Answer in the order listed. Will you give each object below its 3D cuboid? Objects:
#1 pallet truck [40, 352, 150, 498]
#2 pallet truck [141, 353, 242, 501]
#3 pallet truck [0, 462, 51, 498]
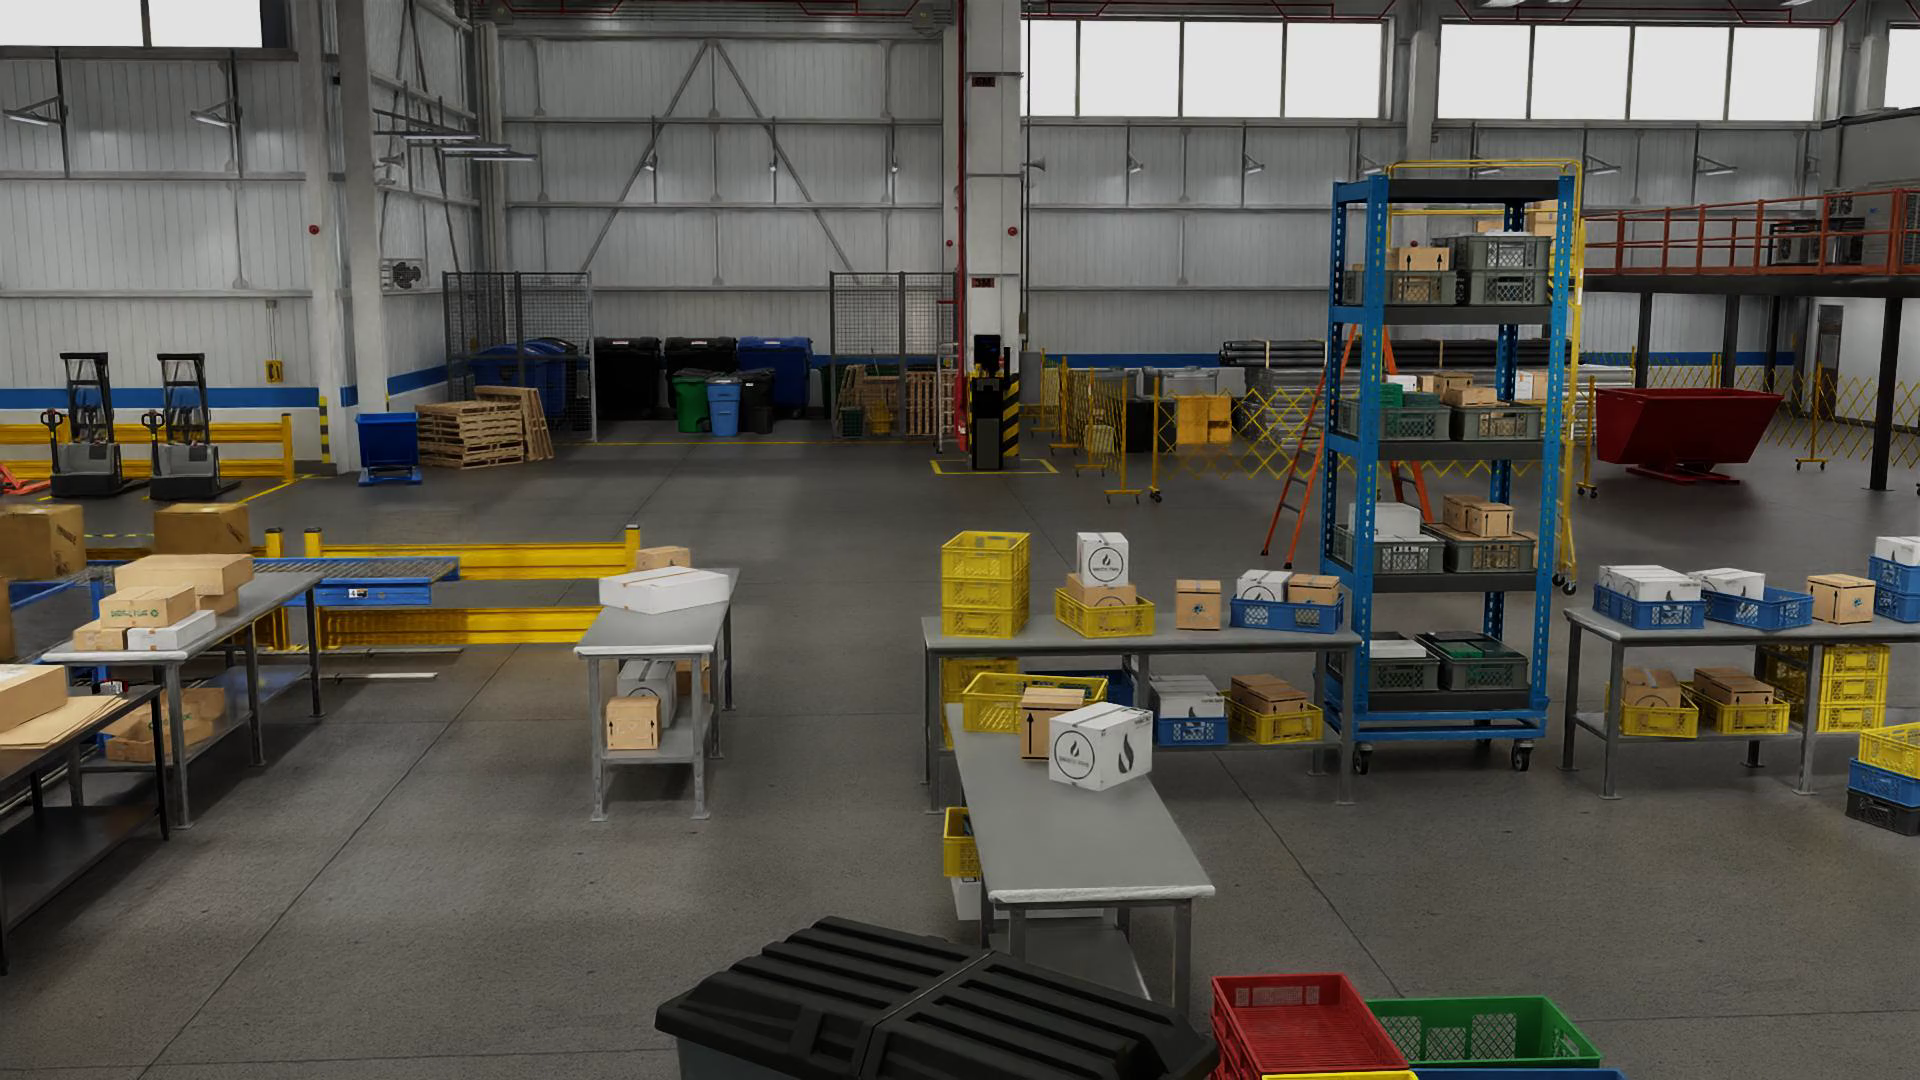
[{"bbox_3d":[-11.907,-1.642,23.165,0.823,1.965,1.885,0,9,0],"label":"pallet truck"},{"bbox_3d":[-10.520,-1.604,22.925,0.823,1.965,1.885,-1,9,-6],"label":"pallet truck"},{"bbox_3d":[-13.193,-1.293,23.148,0.653,1.274,1.630,-1,9,-4],"label":"pallet truck"}]
